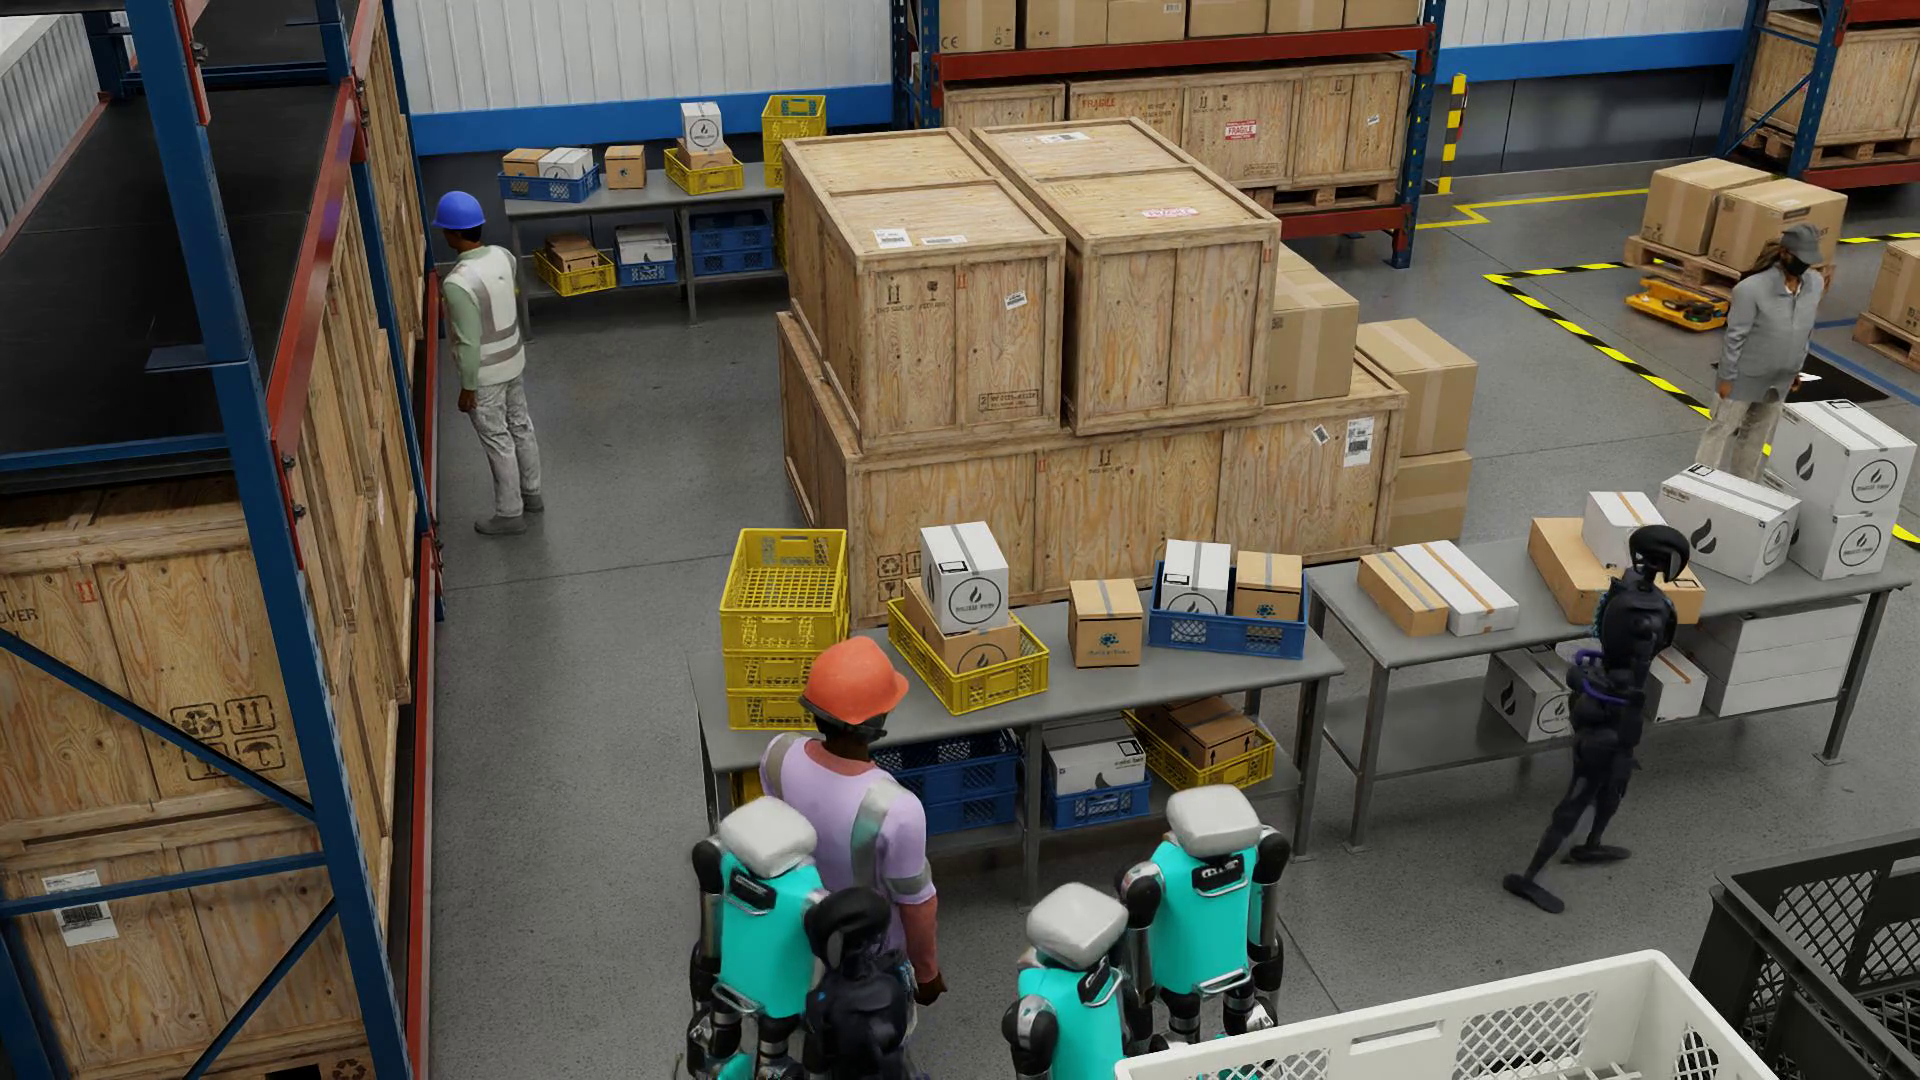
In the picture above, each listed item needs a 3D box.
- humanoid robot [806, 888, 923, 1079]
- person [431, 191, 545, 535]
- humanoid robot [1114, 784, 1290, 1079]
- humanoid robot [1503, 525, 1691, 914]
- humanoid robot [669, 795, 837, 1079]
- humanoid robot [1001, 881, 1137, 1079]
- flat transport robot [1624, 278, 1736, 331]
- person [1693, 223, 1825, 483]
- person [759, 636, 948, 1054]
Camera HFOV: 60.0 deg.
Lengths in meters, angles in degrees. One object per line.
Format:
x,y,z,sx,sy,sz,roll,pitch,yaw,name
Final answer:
-0.266,1.649,4.657,0.329,1.654,0.598,-13,31,-22,humanoid robot
-2.588,-0.951,9.104,0.403,1.946,0.606,7,30,12,person
0.781,1.541,4.699,0.530,1.697,0.743,-13,31,-22,humanoid robot
2.499,0.661,6.459,0.547,1.640,0.586,4,29,8,humanoid robot
-0.688,1.614,4.669,0.536,1.762,0.815,20,35,32,humanoid robot
0.531,1.747,4.410,0.844,1.748,0.559,15,32,25,humanoid robot
5.756,-1.893,12.524,1.431,0.197,0.652,-17,33,-28,flat transport robot
4.442,-0.923,9.240,0.564,1.762,0.407,-8,30,-14,person
-0.305,1.186,5.128,0.607,2.044,0.368,20,35,32,person
